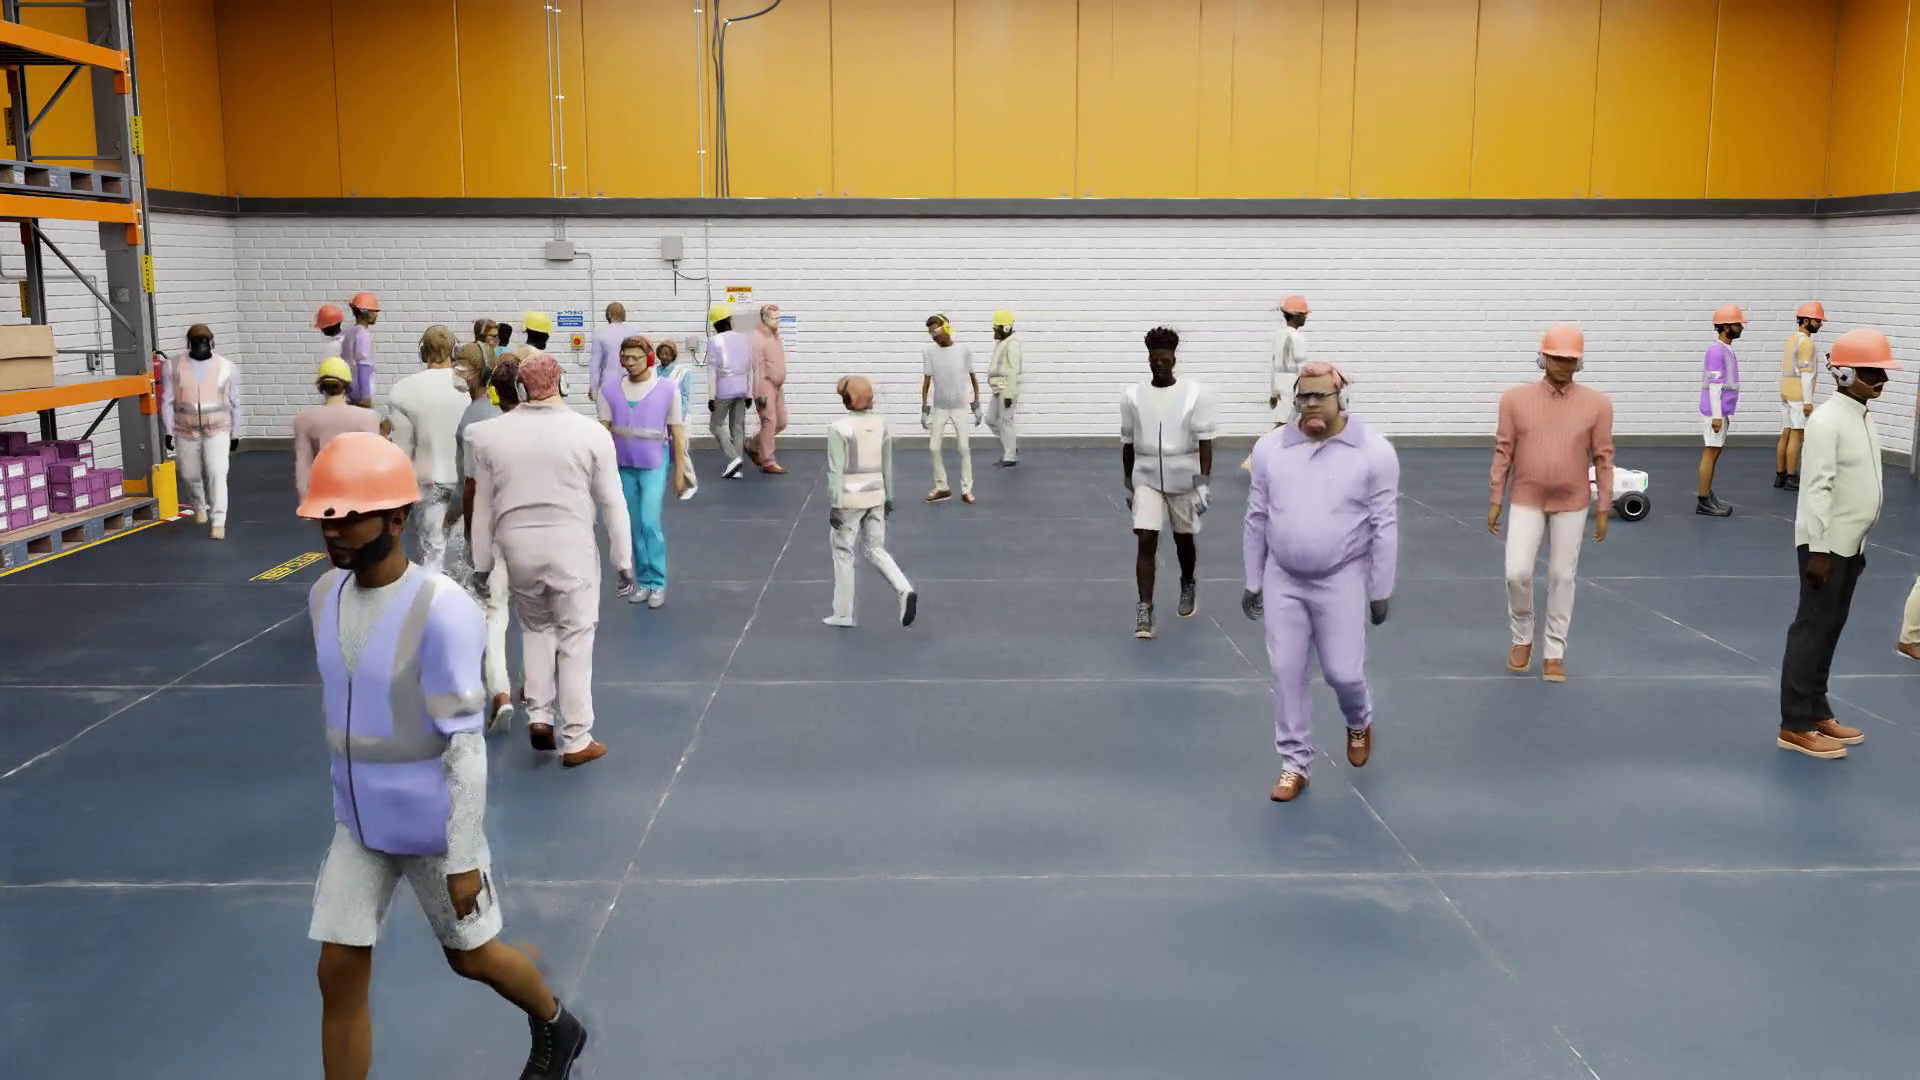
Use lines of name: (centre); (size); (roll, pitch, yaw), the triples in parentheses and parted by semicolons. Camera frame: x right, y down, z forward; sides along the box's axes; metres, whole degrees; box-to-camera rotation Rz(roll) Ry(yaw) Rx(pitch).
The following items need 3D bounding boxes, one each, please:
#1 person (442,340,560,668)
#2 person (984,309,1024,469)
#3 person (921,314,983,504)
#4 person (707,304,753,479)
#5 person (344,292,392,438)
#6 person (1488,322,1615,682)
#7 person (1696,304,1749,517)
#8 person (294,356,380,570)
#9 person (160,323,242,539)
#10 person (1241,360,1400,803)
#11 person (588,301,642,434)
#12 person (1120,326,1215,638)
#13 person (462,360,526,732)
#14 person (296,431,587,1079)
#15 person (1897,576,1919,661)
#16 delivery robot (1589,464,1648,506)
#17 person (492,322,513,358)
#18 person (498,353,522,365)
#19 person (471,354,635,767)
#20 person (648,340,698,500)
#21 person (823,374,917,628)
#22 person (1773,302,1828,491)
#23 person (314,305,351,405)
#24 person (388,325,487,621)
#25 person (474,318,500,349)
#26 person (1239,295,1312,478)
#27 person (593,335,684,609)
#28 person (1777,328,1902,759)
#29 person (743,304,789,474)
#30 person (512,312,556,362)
person: (-2.570, -0.131, 9.086); (0.985, 1.905, 0.639); (-2, 9, -12)
person: (0.502, -1.700, 18.808); (0.424, 1.816, 0.616); (-2, 9, -13)
person: (-0.075, -1.251, 16.043); (0.594, 1.844, 0.360); (1, 9, 8)
person: (-2.486, -1.592, 17.914); (0.419, 1.891, 0.608); (9, 13, 43)
person: (-6.132, -1.548, 17.235); (0.516, 2.024, 0.627); (-6, 11, -31)
person: (3.243, -0.202, 9.133); (0.650, 1.977, 0.449); (3, 10, 18)
person: (7.019, -1.190, 15.322); (0.369, 1.939, 0.553); (5, 11, 30)
person: (-3.916, -0.289, 10.463); (0.509, 1.721, 0.909); (-1, 9, -4)
person: (-6.449, -0.942, 14.178); (0.623, 1.819, 0.814); (-3, 10, -20)
person: (1.558, 0.162, 7.198); (0.651, 1.887, 0.613); (5, 10, 27)
person: (-3.797, -1.701, 18.578); (0.690, 1.900, 0.647); (-7, 12, -37)
person: (1.316, -0.390, 10.504); (0.626, 1.927, 1.004); (3, 10, 17)
person: (-2.262, 0.014, 8.330); (0.533, 1.824, 0.961); (-1, 9, -8)
person: (-1.322, 0.657, 4.157); (0.555, 1.901, 0.957); (5, 11, 29)
person: (5.701, -0.044, 9.348); (0.521, 1.582, 0.843); (-4, 10, -21)
delivery robot: (5.875, -0.520, 15.159); (0.707, 0.478, 0.477); (2, 10, 15)
person: (-5.041, -1.548, 18.301); (0.564, 1.677, 0.446); (-1, 9, -5)
person: (-3.698, -0.745, 13.673); (0.875, 1.584, 0.523); (7, 11, 36)
person: (-1.860, 0.095, 7.625); (0.745, 1.876, 0.456); (1, 9, 4)
person: (-2.798, -1.141, 16.068); (0.508, 1.596, 0.812); (2, 10, 14)
person: (-0.585, -0.222, 10.375); (0.634, 1.622, 0.522); (9, 13, 43)
person: (8.613, -1.466, 17.035); (0.376, 1.932, 0.543); (1, 9, 8)
person: (-6.530, -1.529, 17.547); (0.515, 1.887, 0.594); (2, 9, 11)
person: (-3.073, -0.316, 9.981); (0.627, 1.934, 0.370); (-2, 10, -15)
person: (-4.355, -1.136, 15.379); (0.837, 1.799, 0.552); (-2, 9, -13)
person: (3.460, -1.606, 17.696); (1.027, 2.006, 0.616); (-1, 9, -8)
person: (-2.168, -0.447, 11.136); (0.592, 1.823, 0.613); (3, 10, 17)
person: (4.123, 0.009, 7.794); (0.395, 1.993, 0.616); (9, 13, 43)
person: (-2.162, -1.669, 18.414); (0.505, 1.886, 0.639); (3, 10, 18)
person: (-4.025, -1.197, 15.591); (0.991, 1.855, 0.718); (-8, 12, -40)
